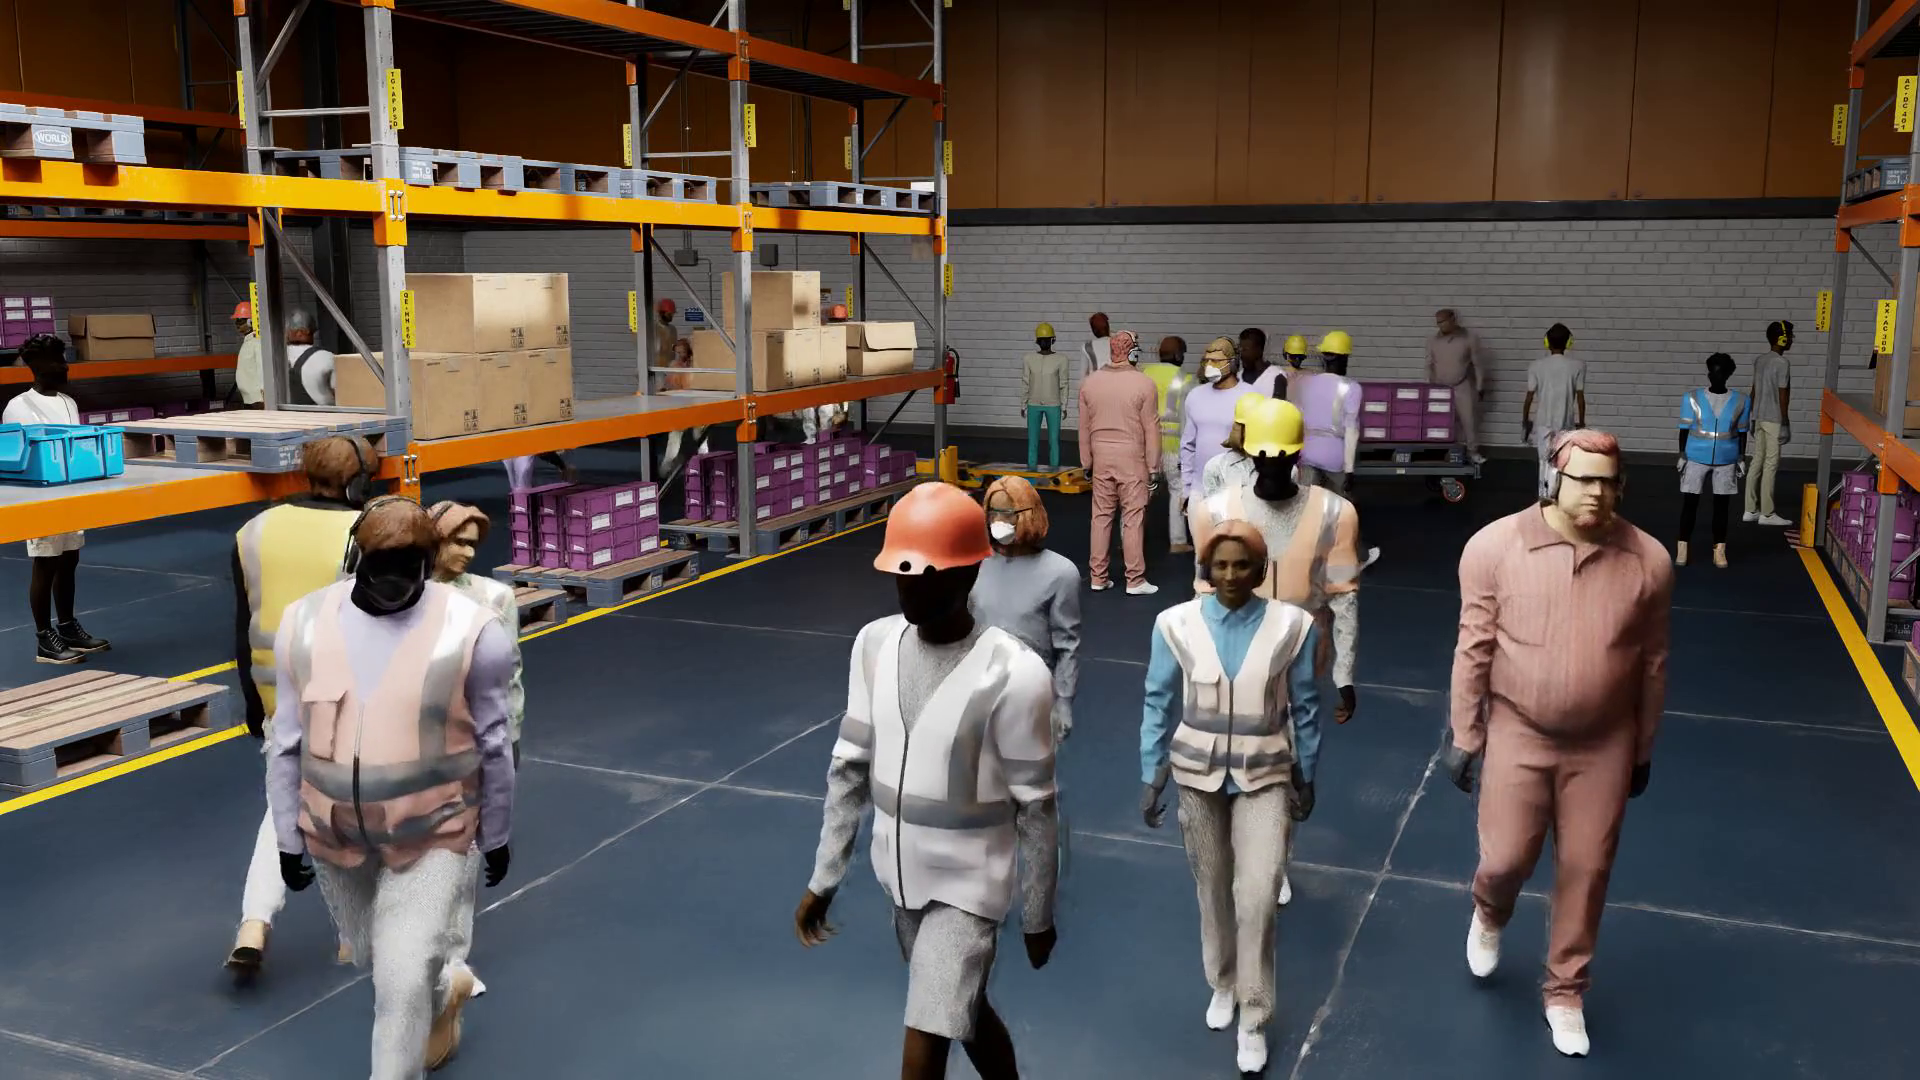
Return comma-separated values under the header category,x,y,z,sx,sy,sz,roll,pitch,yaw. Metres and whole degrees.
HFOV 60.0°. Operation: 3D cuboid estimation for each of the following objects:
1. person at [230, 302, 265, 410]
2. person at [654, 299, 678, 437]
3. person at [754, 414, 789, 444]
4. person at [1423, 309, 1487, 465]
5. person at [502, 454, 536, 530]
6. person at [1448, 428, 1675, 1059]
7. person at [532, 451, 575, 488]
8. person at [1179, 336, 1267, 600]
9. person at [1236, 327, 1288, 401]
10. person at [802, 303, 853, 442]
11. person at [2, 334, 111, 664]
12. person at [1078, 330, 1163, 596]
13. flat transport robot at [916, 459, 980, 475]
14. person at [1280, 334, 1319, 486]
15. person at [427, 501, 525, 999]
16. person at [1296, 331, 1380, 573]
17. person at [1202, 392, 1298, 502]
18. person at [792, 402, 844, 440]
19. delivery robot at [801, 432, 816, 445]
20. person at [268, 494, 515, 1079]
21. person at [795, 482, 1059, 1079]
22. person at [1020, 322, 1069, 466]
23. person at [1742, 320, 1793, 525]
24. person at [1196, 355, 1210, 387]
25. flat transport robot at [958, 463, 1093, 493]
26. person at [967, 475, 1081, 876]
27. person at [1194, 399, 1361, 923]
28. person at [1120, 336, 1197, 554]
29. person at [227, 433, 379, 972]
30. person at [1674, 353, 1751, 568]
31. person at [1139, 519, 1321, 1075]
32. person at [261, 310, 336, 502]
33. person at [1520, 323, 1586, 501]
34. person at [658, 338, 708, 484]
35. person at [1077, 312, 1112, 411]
category,x,y,z,sx,sy,sz,roll,pitch,yaw
person,-7.342,-1.476,17.319,0.379,1.996,0.611,-7,12,-37
person,-4.092,-2.374,23.009,0.486,1.910,0.568,6,11,32
person,-2.547,-2.137,21.561,0.568,1.925,0.554,2,10,9
person,5.848,-1.797,19.682,0.726,1.864,0.476,5,10,26
person,-4.026,-1.012,14.863,0.663,1.881,0.799,2,10,14
person,1.828,0.589,5.115,0.659,1.890,0.542,1,9,8
person,-4.082,-1.275,16.083,0.616,2.011,0.703,3,10,19
person,1.612,-0.283,10.261,0.635,1.938,0.359,9,13,44
person,2.430,-0.733,13.153,0.797,1.893,0.616,-6,11,-31
person,-1.562,-1.909,20.206,0.810,1.919,0.554,-5,11,-29
person,-5.425,-0.250,9.980,0.367,1.966,0.606,0,9,-1
person,1.174,-0.551,11.988,0.653,1.906,0.405,7,11,35
flat transport robot,-0.538,-0.771,18.265,1.431,0.197,0.652,5,10,26
person,2.974,-0.961,14.920,0.522,1.762,0.320,-1,9,-4
person,-1.712,0.673,5.461,0.566,1.600,0.484,-4,10,-21
person,2.804,-0.619,12.494,1.012,1.872,0.609,-9,13,-43
person,1.446,0.130,8.353,0.483,1.745,0.302,0,9,2
person,-1.530,-1.505,17.925,0.648,1.852,0.709,-3,10,-17
delivery robot,-1.572,-0.928,18.073,0.707,0.478,0.477,-3,10,-17
person,-1.490,0.746,4.470,0.625,1.802,0.894,0,9,3
person,-0.060,0.797,3.910,0.550,1.887,1.011,8,13,42
person,0.898,-1.427,17.717,0.524,1.770,0.315,2,10,13
person,7.446,-1.074,15.265,0.335,1.873,0.521,-1,9,-5
person,2.252,-0.886,14.967,0.505,1.588,0.855,0,9,-2
flat transport robot,0.730,-0.668,17.641,1.431,0.197,0.652,5,10,26
person,0.187,0.578,5.972,0.500,1.633,0.279,4,10,23
person,1.128,0.448,5.975,0.590,1.898,0.744,1,9,8
person,1.602,-0.752,13.612,0.654,1.819,0.747,8,13,41
person,-2.137,0.565,5.528,0.644,1.815,0.616,2,9,9
person,5.902,-0.623,13.065,0.529,1.694,0.321,3,10,17
person,0.794,0.750,4.965,0.536,1.610,0.679,2,10,14
person,-5.720,-1.065,14.695,0.691,2.000,1.032,1,9,9
person,5.345,-1.023,14.995,0.554,1.852,0.641,2,10,15
person,-3.005,-1.395,18.065,0.558,1.582,0.889,4,10,24
person,1.605,-1.583,18.382,0.613,1.859,0.432,-1,9,-7
